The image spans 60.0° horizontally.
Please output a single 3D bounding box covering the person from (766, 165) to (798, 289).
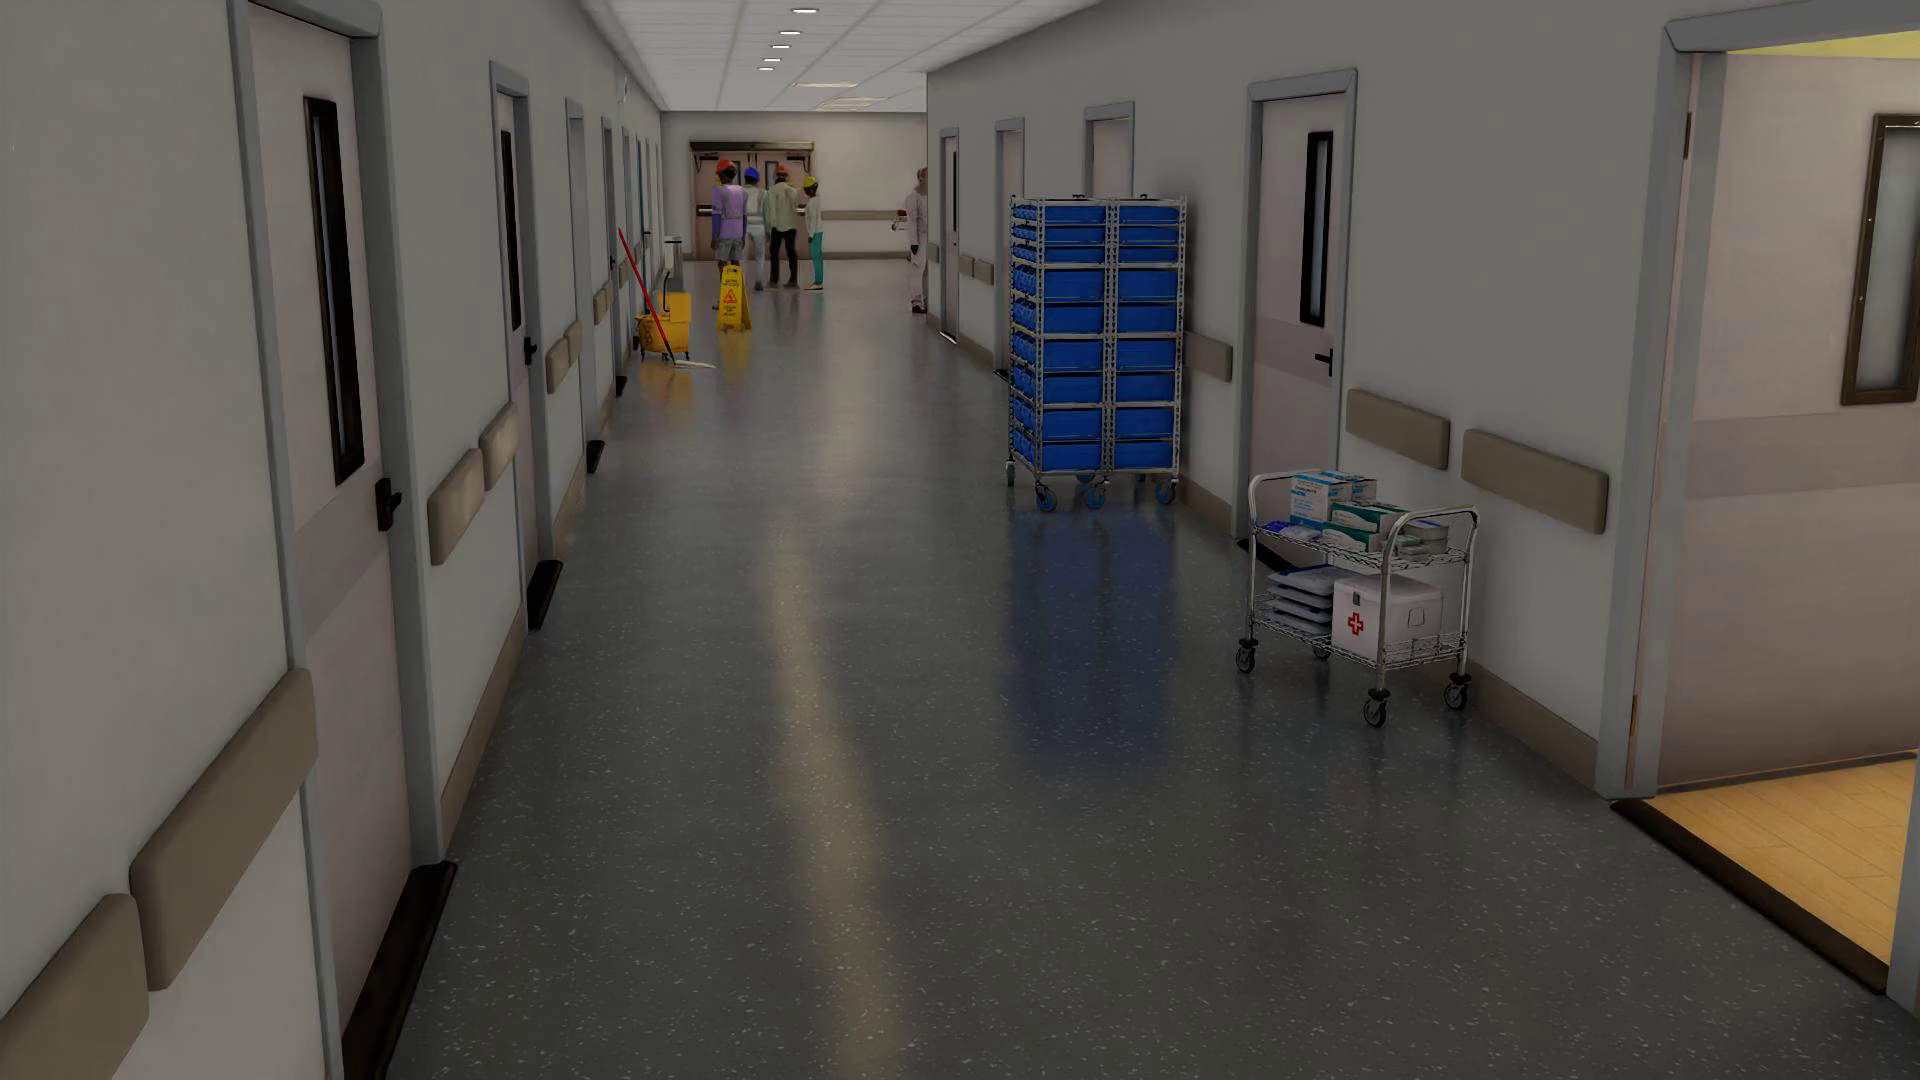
[{"bbox_3d":[-2.822,-4.968,26.460,0.635,1.924,0.886,-11,17,-40],"label":"person"}]

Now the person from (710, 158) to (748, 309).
[{"bbox_3d":[-3.152,-4.149,22.616,0.409,2.028,0.613,10,16,37],"label":"person"}]

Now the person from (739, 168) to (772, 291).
[{"bbox_3d":[-3.229,-4.785,25.727,0.672,1.892,0.844,0,13,1],"label":"person"}]

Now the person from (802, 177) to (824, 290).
[{"bbox_3d":[-2.321,-4.822,26.188,0.329,1.763,0.523,1,13,4],"label":"person"}]
